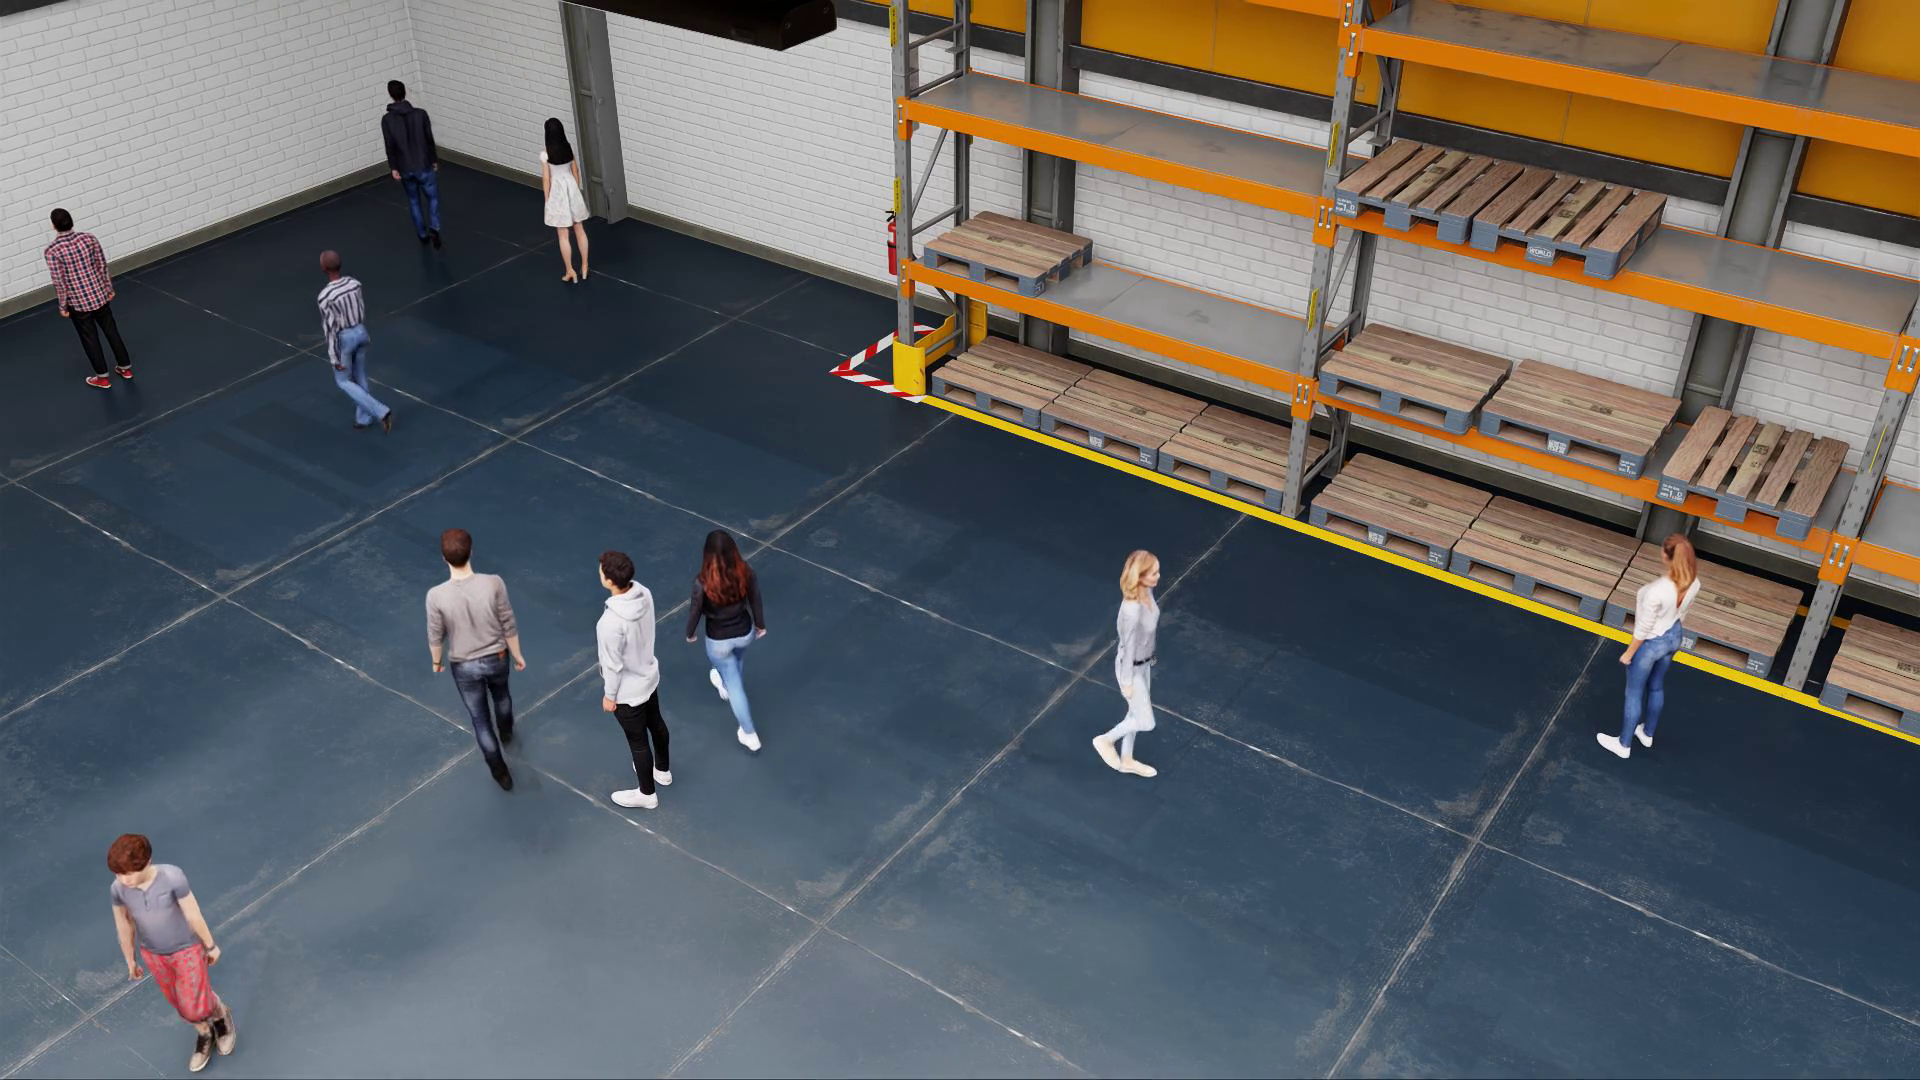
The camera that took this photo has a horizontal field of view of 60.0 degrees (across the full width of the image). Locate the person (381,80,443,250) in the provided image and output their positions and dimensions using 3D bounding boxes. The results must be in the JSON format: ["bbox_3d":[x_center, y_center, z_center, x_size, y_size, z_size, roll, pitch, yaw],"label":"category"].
[{"bbox_3d":[-5.882,-4.016,17.999,1.007,1.873,1.130,-12,35,-17],"label":"person"}]

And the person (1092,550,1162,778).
[{"bbox_3d":[1.059,0.821,10.803,0.742,1.784,0.697,13,36,18],"label":"person"}]

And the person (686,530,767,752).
[{"bbox_3d":[-1.518,0.698,11.165,0.932,1.588,1.188,-19,38,-27],"label":"person"}]

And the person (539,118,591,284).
[{"bbox_3d":[-4.135,-3.548,17.386,0.726,1.774,0.733,-23,40,-31],"label":"person"}]

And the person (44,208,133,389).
[{"bbox_3d":[-8.127,-2.264,15.466,0.568,1.760,0.679,21,39,28],"label":"person"}]

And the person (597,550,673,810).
[{"bbox_3d":[-2.069,0.878,10.586,0.723,1.930,0.753,9,35,13],"label":"person"}]

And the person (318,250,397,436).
[{"bbox_3d":[-5.273,-1.673,14.562,0.904,1.777,0.699,16,37,23],"label":"person"}]

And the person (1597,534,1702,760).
[{"bbox_3d":[4.617,0.700,11.035,0.685,1.729,0.680,-16,37,-22],"label":"person"}]

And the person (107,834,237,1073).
[{"bbox_3d":[-4.197,2.145,8.945,0.746,1.636,0.811,-2,34,-3],"label":"person"}]

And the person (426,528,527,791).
[{"bbox_3d":[-3.071,0.829,10.702,0.999,1.883,1.140,-15,37,-22],"label":"person"}]
